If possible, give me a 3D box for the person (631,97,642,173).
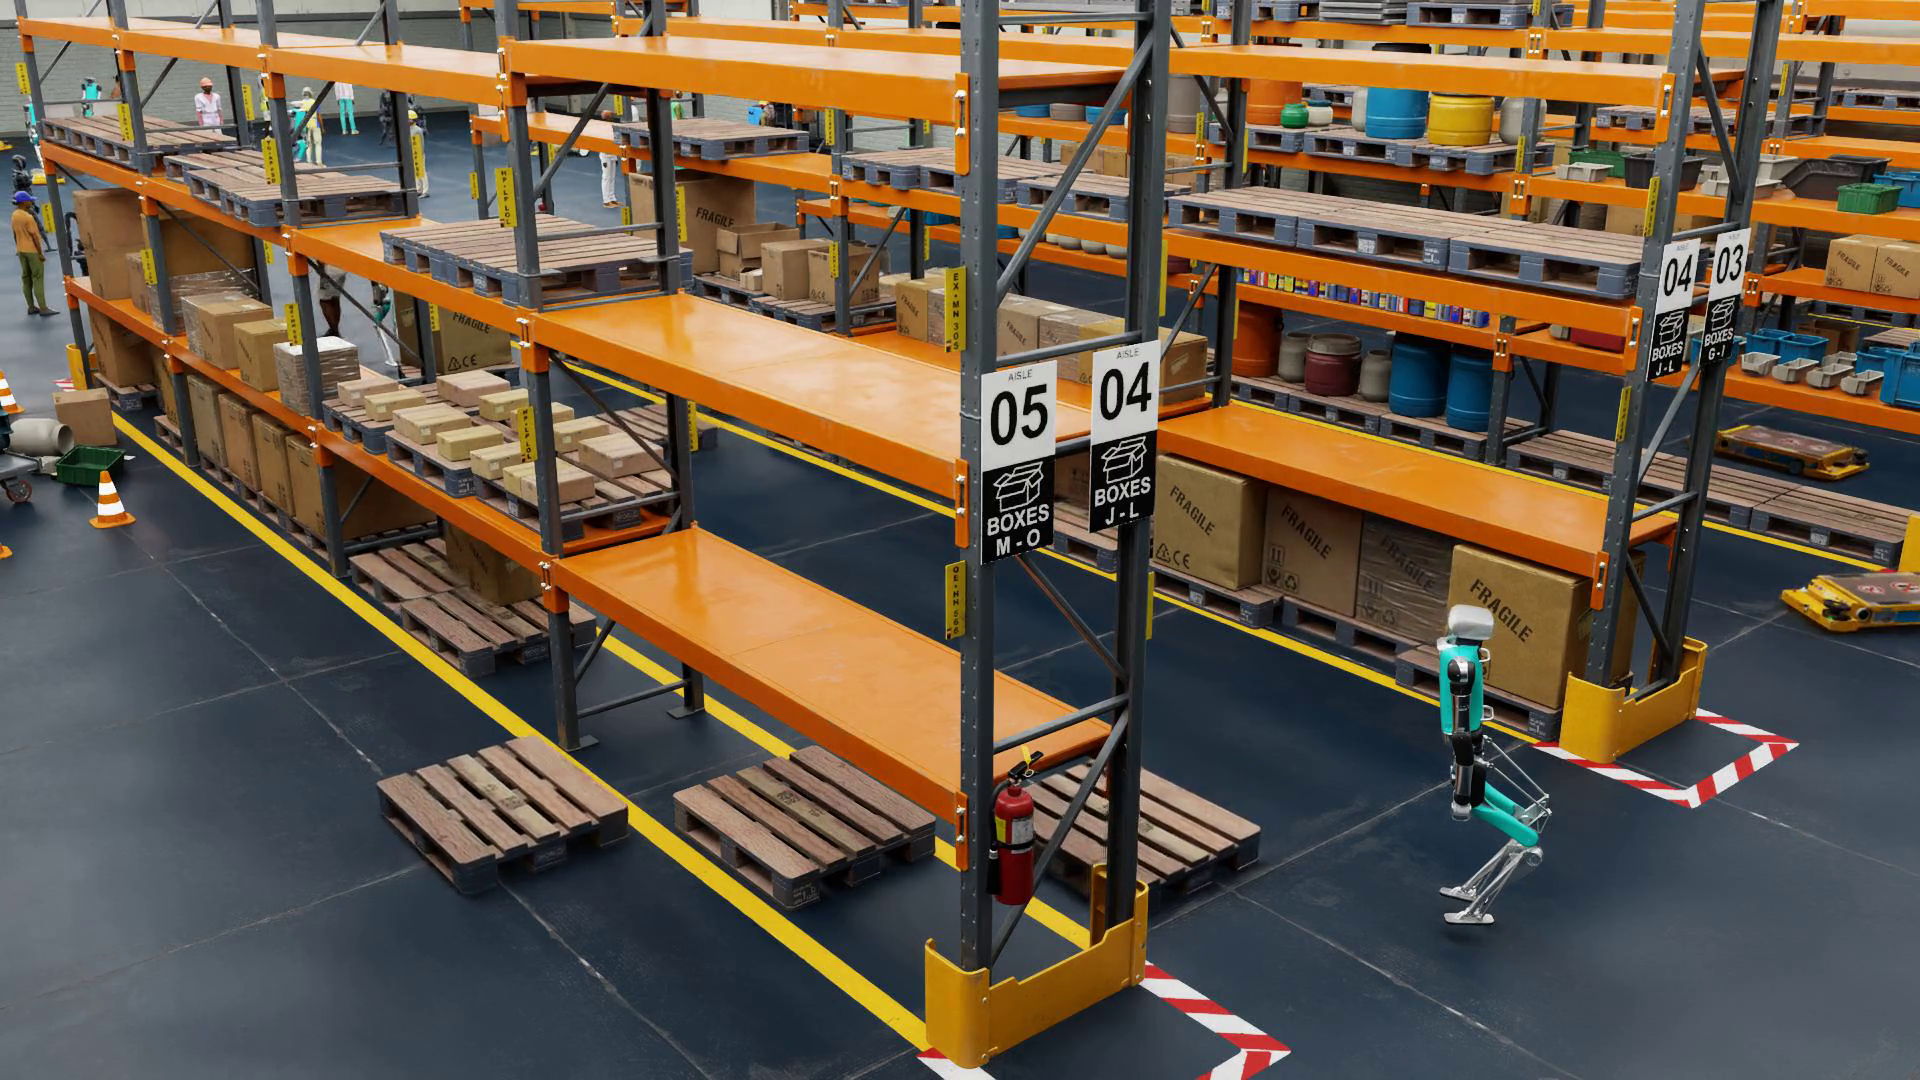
[{"bbox_3d":[-7.384,-9.109,37.411,0.359,1.897,0.566,-13,23,-32],"label":"person"}]

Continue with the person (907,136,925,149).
[{"bbox_3d":[-0.873,-7.518,33.127,0.374,1.732,0.482,-17,25,-39],"label":"person"}]

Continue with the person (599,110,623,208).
[{"bbox_3d":[-6.966,-7.564,33.032,0.356,1.882,0.574,4,20,12],"label":"person"}]

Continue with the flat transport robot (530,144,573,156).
[{"bbox_3d":[-10.108,-9.827,41.903,0.659,0.231,1.431,11,22,28],"label":"flat transport robot"}]

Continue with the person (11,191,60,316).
[{"bbox_3d":[-12.868,-3.979,23.073,0.461,1.717,0.356,10,22,26],"label":"person"}]

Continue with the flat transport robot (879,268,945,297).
[{"bbox_3d":[-0.413,-2.755,21.777,0.659,0.231,1.431,-15,24,-37],"label":"flat transport robot"}]

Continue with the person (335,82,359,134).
[{"bbox_3d":[-17.238,-12.355,46.622,0.488,1.915,0.380,0,19,-1],"label":"person"}]

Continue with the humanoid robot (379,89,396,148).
[{"bbox_3d":[-14.907,-11.015,43.174,0.413,1.647,0.584,7,21,20],"label":"humanoid robot"}]

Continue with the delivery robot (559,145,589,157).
[{"bbox_3d":[-9.628,-9.850,41.541,0.769,0.598,0.522,-5,20,-14],"label":"delivery robot"}]

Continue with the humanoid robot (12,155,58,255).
[{"bbox_3d":[-15.482,-5.565,27.666,0.656,1.637,0.610,-2,19,-5],"label":"humanoid robot"}]

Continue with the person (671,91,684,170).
[{"bbox_3d":[-6.475,-9.413,38.155,0.404,1.979,0.486,-9,21,-23],"label":"person"}]

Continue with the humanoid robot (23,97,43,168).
[{"bbox_3d":[-21.187,-9.326,38.295,0.548,1.739,1.036,-12,23,-31],"label":"humanoid robot"}]

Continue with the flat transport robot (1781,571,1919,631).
[{"bbox_3d":[7.091,0.467,12.607,1.431,0.231,0.659,-2,19,-5],"label":"flat transport robot"}]

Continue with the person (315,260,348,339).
[{"bbox_3d":[-8.094,-3.439,21.227,0.553,1.932,0.639,6,20,15],"label":"person"}]

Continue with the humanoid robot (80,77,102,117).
[{"bbox_3d":[-22.879,-11.170,43.654,0.566,1.881,0.826,2,19,6],"label":"humanoid robot"}]

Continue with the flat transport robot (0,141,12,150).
[{"bbox_3d":[-25.291,-10.142,42.799,1.431,0.231,0.659,2,19,7],"label":"flat transport robot"}]

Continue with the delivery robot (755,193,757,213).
[{"bbox_3d":[-4.253,-6.680,32.474,0.499,0.566,0.739,-11,22,-28],"label":"delivery robot"}]

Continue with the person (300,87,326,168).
[{"bbox_3d":[-15.155,-9.618,38.878,0.536,1.876,0.421,2,19,5],"label":"person"}]

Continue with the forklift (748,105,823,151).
[{"bbox_3d":[-4.526,-11.368,42.374,1.129,2.768,1.873,-15,24,-37],"label":"forklift"}]

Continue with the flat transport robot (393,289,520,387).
[{"bbox_3d":[-5.655,-1.706,18.791,0.659,0.231,1.431,-8,21,-23],"label":"flat transport robot"}]

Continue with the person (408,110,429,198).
[{"bbox_3d":[-11.231,-7.956,34.320,0.522,1.769,0.315,17,25,39],"label":"person"}]

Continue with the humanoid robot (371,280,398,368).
[{"bbox_3d":[-6.880,-2.954,20.043,0.546,1.749,0.682,-15,24,-37],"label":"humanoid robot"}]

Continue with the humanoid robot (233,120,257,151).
[{"bbox_3d":[-15.847,-8.770,36.810,0.610,1.627,0.723,7,21,19],"label":"humanoid robot"}]

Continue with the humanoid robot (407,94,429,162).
[{"bbox_3d":[-13.087,-9.886,39.973,0.610,1.638,0.611,-1,19,-2],"label":"humanoid robot"}]

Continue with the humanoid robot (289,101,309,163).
[{"bbox_3d":[-14.683,-8.708,36.658,0.740,1.892,0.550,6,20,17],"label":"humanoid robot"}]

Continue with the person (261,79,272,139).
[{"bbox_3d":[-18.611,-11.560,44.702,0.323,1.687,0.545,-8,21,-23],"label":"person"}]

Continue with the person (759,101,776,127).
[{"bbox_3d":[-4.324,-9.090,37.550,0.405,1.763,0.530,8,21,21],"label":"person"}]

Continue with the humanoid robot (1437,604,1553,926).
[{"bbox_3d":[2.690,1.144,8.271,0.735,1.673,0.533,5,20,14],"label":"humanoid robot"}]

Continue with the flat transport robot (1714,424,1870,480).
[{"bbox_3d":[8.125,-0.884,16.451,0.659,0.231,1.431,-14,24,-34],"label":"flat transport robot"}]

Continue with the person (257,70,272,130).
[{"bbox_3d":[-19.873,-12.708,47.682,0.384,1.874,0.510,8,21,23],"label":"person"}]

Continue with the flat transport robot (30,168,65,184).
[{"bbox_3d":[-20.299,-8.104,37.000,0.659,0.231,1.431,-10,22,-26],"label":"flat transport robot"}]

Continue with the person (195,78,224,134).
[{"bbox_3d":[-17.790,-9.933,39.528,0.359,2.046,0.613,16,25,38],"label":"person"}]

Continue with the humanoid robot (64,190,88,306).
[{"bbox_3d":[-12.328,-4.106,23.519,0.487,1.646,0.583,18,26,41],"label":"humanoid robot"}]

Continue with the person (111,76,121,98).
[{"bbox_3d":[-22.133,-11.342,43.894,0.942,1.810,0.741,5,20,13],"label":"person"}]
